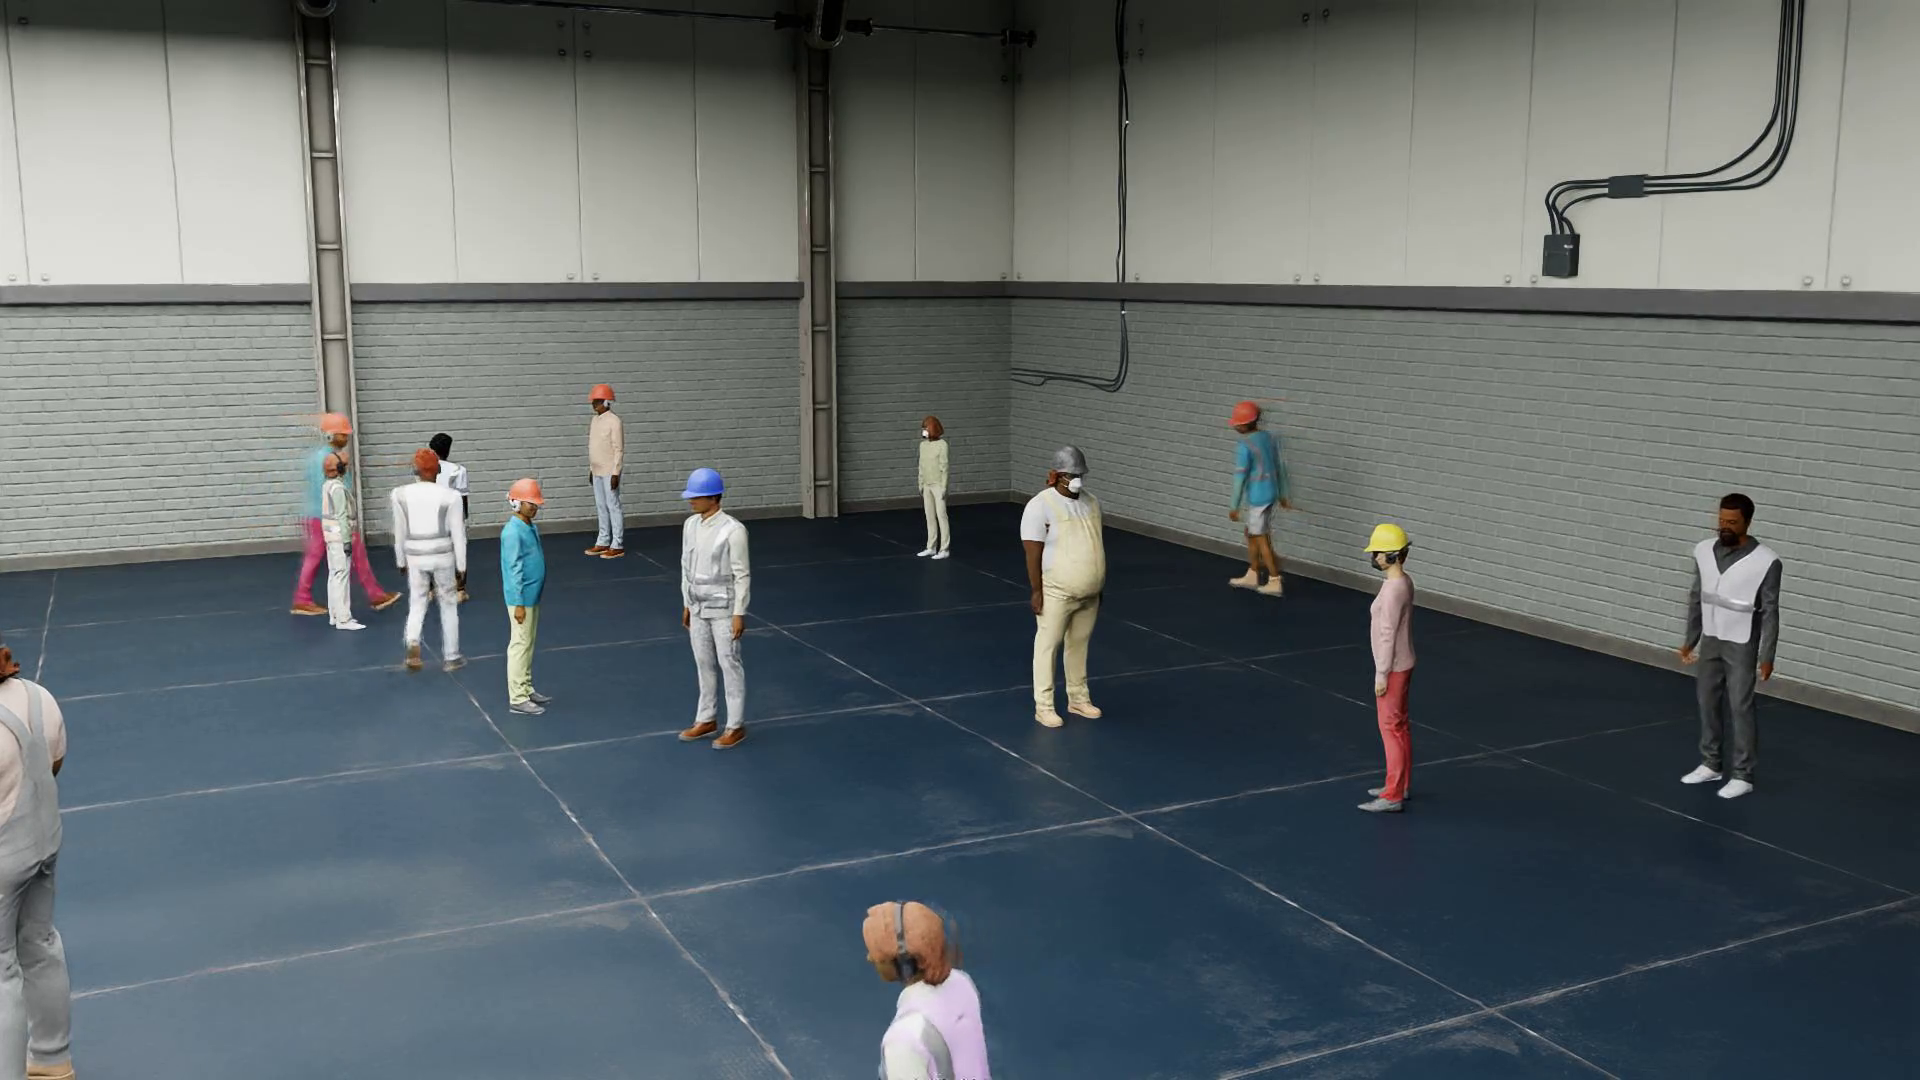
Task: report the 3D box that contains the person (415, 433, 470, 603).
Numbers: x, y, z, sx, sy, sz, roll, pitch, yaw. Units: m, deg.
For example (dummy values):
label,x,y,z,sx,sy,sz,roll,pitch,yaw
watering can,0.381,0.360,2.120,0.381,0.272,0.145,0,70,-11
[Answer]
label,x,y,z,sx,sy,sz,roll,pitch,yaw
person,-5.102,-0.212,16.419,0.535,1.690,0.321,0,9,2

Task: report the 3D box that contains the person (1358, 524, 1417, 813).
label,x,y,z,sx,sy,sz,roll,pitch,yaw
person,2.604,0.773,10.136,0.334,1.760,0.527,4,10,22

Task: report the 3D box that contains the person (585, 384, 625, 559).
label,x,y,z,sx,sy,sz,roll,pitch,yaw
person,-4.066,-0.791,19.037,0.375,1.997,0.611,-8,12,-42

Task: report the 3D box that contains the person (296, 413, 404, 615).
label,x,y,z,sx,sy,sz,roll,pitch,yaw
person,-5.885,-0.236,15.806,1.033,1.930,0.649,1,9,5

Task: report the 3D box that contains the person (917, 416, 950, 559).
label,x,y,z,sx,sy,sz,roll,pitch,yaw
person,-0.303,-0.599,18.999,0.288,1.626,0.504,-8,12,-39

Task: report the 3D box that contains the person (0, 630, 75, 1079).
label,x,y,z,sx,sy,sz,roll,pitch,yaw
person,-3.781,1.236,6.415,0.536,2.000,0.688,0,9,2

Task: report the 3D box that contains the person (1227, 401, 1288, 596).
label,x,y,z,sx,sy,sz,roll,pitch,yaw
person,2.956,-0.418,16.782,0.737,1.977,0.698,6,11,35

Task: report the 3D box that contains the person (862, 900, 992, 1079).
label,x,y,z,sx,sy,sz,roll,pitch,yaw
person,-0.004,1.763,4.609,0.932,1.572,0.566,4,10,24

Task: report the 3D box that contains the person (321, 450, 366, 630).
label,x,y,z,sx,sy,sz,roll,pitch,yaw
person,-5.672,0.004,15.218,0.305,1.645,0.522,-6,11,-32

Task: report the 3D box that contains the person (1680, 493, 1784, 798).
label,x,y,z,sx,sy,sz,roll,pitch,yaw
person,4.855,0.646,10.458,0.392,1.910,0.605,-5,10,-26

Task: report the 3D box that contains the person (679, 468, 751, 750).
label,x,y,z,sx,sy,sz,roll,pitch,yaw
person,-1.698,0.466,11.448,0.608,1.943,0.402,8,12,40

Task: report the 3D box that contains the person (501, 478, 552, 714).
label,x,y,z,sx,sy,sz,roll,pitch,yaw
person,-3.225,0.408,12.401,0.336,1.747,0.572,0,9,-3

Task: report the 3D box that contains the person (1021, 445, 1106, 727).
label,x,y,z,sx,sy,sz,roll,pitch,yaw
person,0.805,0.322,12.044,0.689,2.000,0.539,-7,12,-38

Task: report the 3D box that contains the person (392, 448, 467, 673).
label,x,y,z,sx,sy,sz,roll,pitch,yaw
person,-4.289,0.180,13.455,0.599,1.865,0.664,-1,9,-4
